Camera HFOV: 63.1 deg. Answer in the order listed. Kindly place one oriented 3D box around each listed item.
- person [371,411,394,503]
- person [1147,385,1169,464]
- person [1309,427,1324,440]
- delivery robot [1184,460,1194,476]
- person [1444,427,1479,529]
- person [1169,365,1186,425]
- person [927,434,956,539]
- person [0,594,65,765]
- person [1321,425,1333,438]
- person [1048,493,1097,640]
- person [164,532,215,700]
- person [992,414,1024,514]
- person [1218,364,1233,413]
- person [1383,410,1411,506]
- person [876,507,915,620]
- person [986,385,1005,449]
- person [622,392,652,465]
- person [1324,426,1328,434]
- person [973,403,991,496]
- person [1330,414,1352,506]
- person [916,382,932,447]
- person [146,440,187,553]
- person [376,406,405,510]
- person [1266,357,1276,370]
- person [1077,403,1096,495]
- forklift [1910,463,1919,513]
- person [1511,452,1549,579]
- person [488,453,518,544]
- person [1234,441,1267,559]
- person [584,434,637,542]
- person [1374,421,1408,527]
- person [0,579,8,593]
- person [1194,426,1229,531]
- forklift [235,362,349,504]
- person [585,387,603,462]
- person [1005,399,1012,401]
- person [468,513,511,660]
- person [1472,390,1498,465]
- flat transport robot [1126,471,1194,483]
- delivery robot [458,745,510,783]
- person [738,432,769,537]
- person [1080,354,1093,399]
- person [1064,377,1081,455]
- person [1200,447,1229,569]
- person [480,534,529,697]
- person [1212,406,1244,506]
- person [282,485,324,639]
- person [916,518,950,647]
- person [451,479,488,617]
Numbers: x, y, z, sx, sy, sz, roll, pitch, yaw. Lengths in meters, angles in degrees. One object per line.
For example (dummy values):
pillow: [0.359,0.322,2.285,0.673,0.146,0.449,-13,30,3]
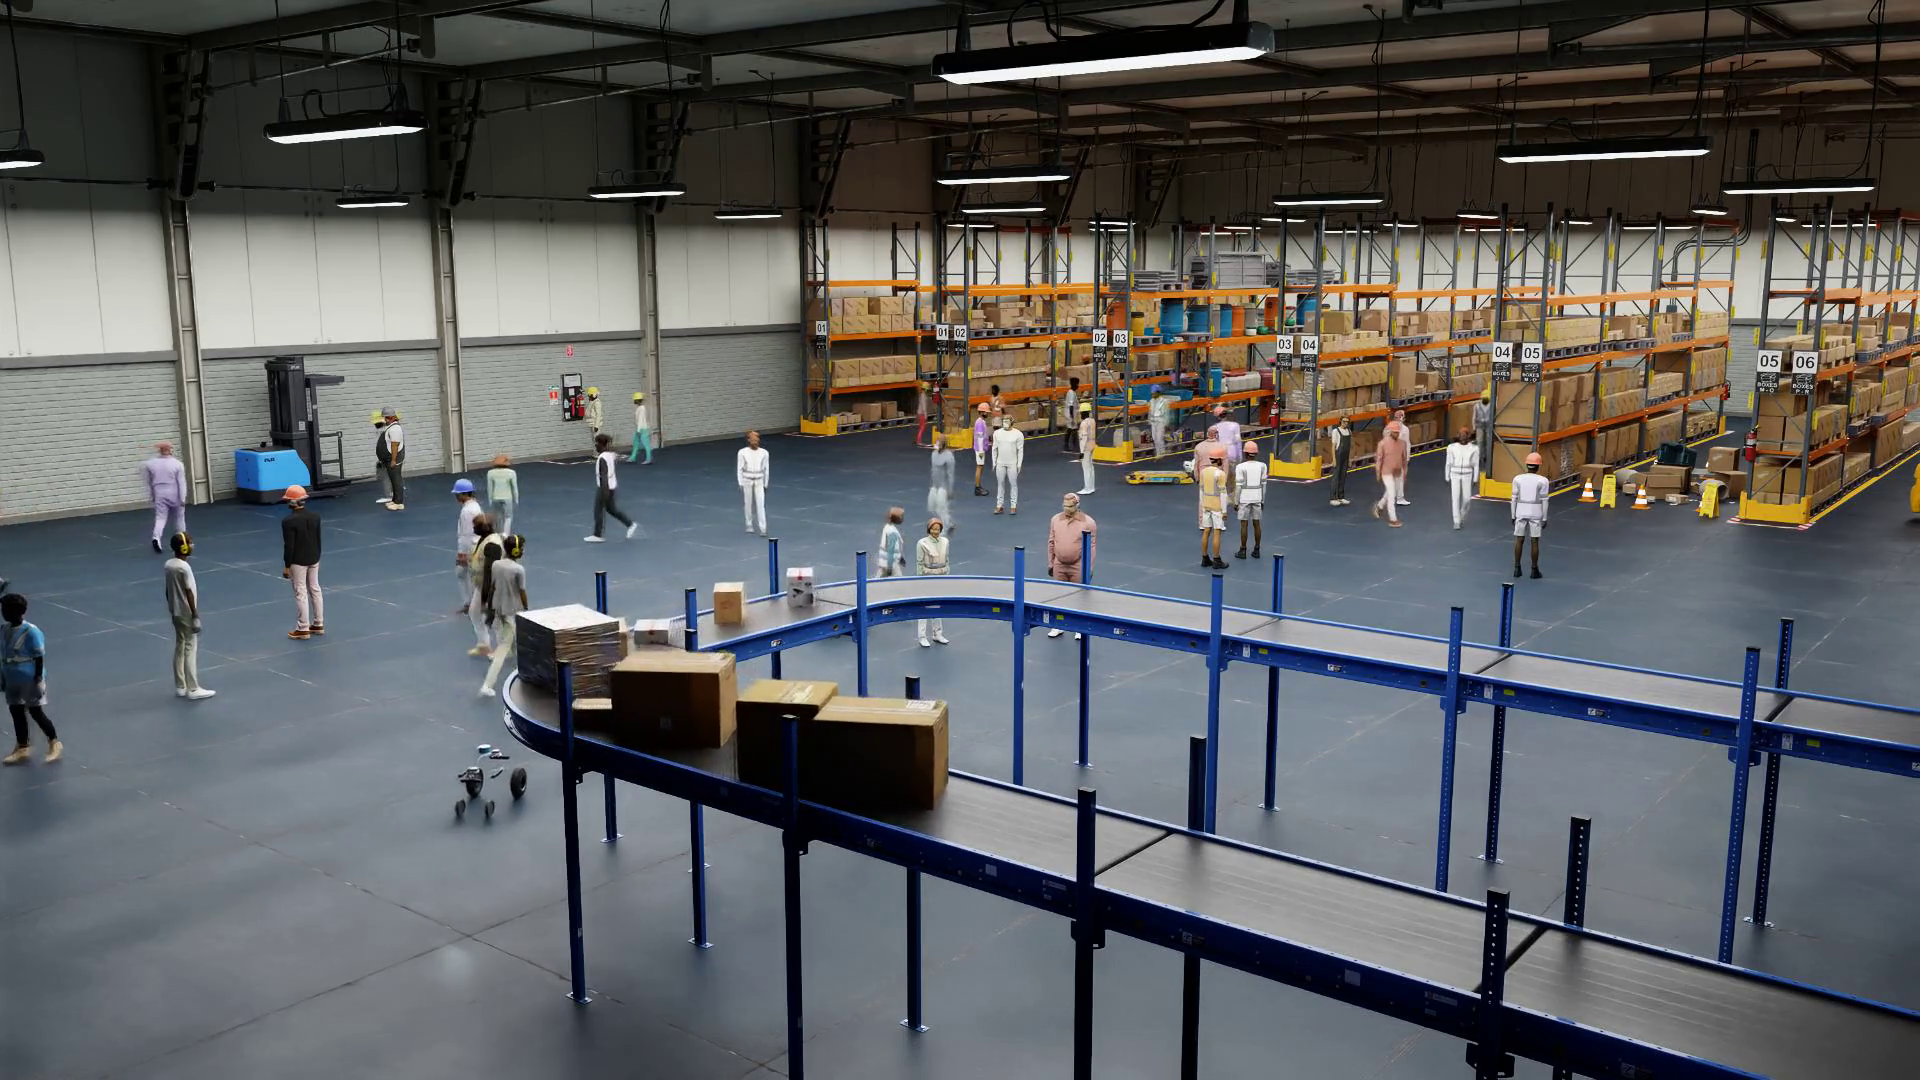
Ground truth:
person: [-11.680,-1.675,31.604,0.448,1.885,0.635,-7,12,-34]
person: [4.760,-2.782,37.723,0.443,1.919,0.629,-8,13,-39]
person: [8.934,-3.014,39.166,0.536,1.869,0.314,9,13,40]
delivery robot: [5.403,-1.665,35.133,0.707,0.478,0.477,-4,11,-24]
person: [9.172,-1.143,28.633,0.585,1.869,0.466,3,11,17]
person: [6.435,-4.324,46.705,0.748,1.813,0.584,-10,14,-44]
person: [-0.310,-0.880,26.989,0.472,1.927,0.652,-6,12,-32]
person: [-9.064,1.337,15.197,0.566,1.699,0.458,4,11,20]
person: [10.148,-3.713,43.187,0.633,1.840,0.429,9,13,41]
person: [1.424,0.334,20.238,0.637,1.902,0.406,4,11,22]
person: [-8.660,0.840,17.491,0.533,1.864,0.310,8,13,36]
person: [0.916,-1.469,30.276,0.631,1.940,0.372,3,11,16]
person: [8.585,-4.898,50.531,0.508,1.601,0.823,7,12,36]
person: [8.808,-1.661,31.451,0.408,1.907,0.638,-7,12,-33]
person: [-0.879,0.333,21.118,0.890,1.580,0.522,-3,10,-15]
person: [0.856,-3.199,40.753,0.768,1.663,0.554,-8,13,-39]
person: [-7.764,-2.668,37.555,0.725,1.736,0.551,-4,11,-21]
person: [10.305,-4.023,44.503,0.394,1.991,0.625,-10,14,-43]
person: [0.472,-1.914,32.793,0.376,1.934,0.548,1,10,3]
person: [7.657,-1.619,31.399,0.507,1.840,0.344,-7,12,-34]
person: [-0.950,-3.330,41.342,0.470,1.724,0.546,0,10,2]
person: [-13.344,-0.737,26.333,0.650,1.879,0.815,-1,10,-4]
person: [-11.268,-1.620,30.957,0.536,2.000,0.679,-5,11,-24]
person: [9.853,-4.792,49.103,0.564,1.887,0.974,7,13,36]
person: [2.641,-1.921,32.853,0.384,1.924,0.593,5,11,25]
forklift: [19.034,-1.348,28.998,2.313,2.155,1.214,8,13,37]
person: [8.809,-0.388,24.193,0.548,1.936,0.378,7,12,34]
person: [-7.826,-0.678,26.754,0.502,1.612,0.603,0,10,-2]
person: [4.767,-0.667,25.753,0.545,1.942,0.351,-2,10,-14]
person: [-6.134,-0.920,27.343,0.838,1.892,0.602,0,10,-2]
person: [7.983,-1.266,29.098,0.636,1.959,0.866,-3,11,-18]
person: [-14.006,0.036,22.305,0.452,1.751,0.546,-3,10,-16]
person: [4.565,-1.113,28.364,0.643,1.909,0.400,5,11,27]
forklift: [-13.803,-2.244,32.110,1.129,2.768,1.873,8,13,37]
person: [-8.948,-2.834,38.248,0.404,1.837,0.588,-5,11,-26]
person: [1.392,-4.518,47.439,0.636,1.938,0.362,10,14,43]
person: [-5.826,0.575,19.118,0.638,1.821,0.641,-5,11,-26]
person: [12.707,-2.743,37.875,0.590,1.794,0.898,4,11,21]
flat transport robot: [4.431,-1.399,34.693,1.431,0.197,0.652,0,10,0]
delivery robot: [-4.256,1.956,14.020,0.335,0.223,0.698,1,10,5]
person: [-3.688,-1.016,27.998,0.580,1.848,0.852,-2,10,-14]
person: [4.073,-4.849,49.185,0.380,1.998,0.778,8,13,38]
person: [2.887,-3.176,39.833,0.414,1.966,0.626,0,10,0]
person: [4.066,-0.523,24.956,0.359,1.939,0.542,-7,12,-35]
person: [-5.119,0.841,17.671,0.539,1.824,0.960,7,12,34]
person: [5.361,-1.702,31.481,0.698,1.974,0.898,2,10,11]
person: [-8.548,0.273,20.315,0.386,1.993,0.614,4,11,20]
person: [-0.342,0.527,19.892,0.512,1.638,0.312,-8,13,-38]
person: [-6.734,0.126,21.321,0.662,1.922,0.610,-2,10,-14]
